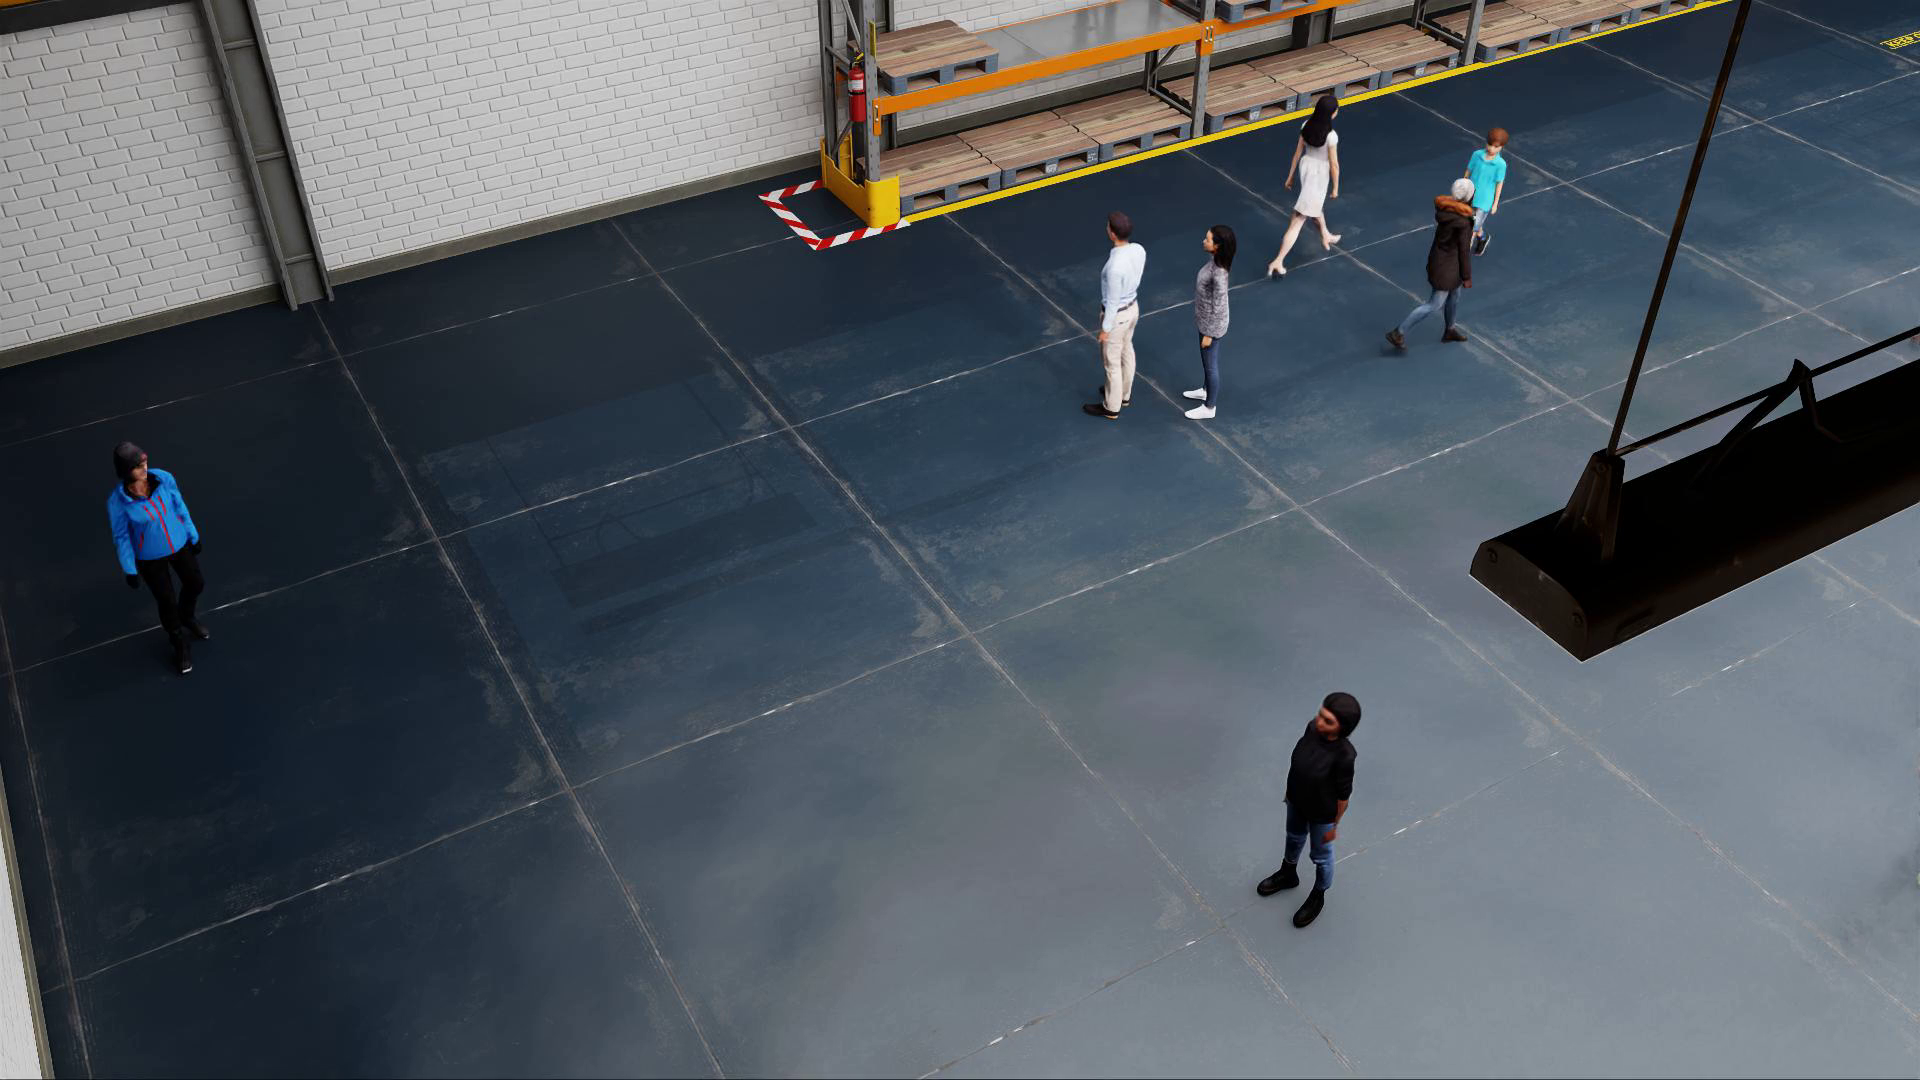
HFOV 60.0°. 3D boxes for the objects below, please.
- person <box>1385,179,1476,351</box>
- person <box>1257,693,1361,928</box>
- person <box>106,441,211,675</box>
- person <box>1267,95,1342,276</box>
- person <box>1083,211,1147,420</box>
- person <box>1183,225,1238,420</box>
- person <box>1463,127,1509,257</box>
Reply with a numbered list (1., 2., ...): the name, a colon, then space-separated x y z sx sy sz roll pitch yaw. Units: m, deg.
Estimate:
1. person: 4.144 -2.335 14.407 1.134 1.602 0.912 -3 39 -3
2. person: 2.039 1.510 9.512 0.545 1.702 0.572 -23 44 -26
3. person: -5.401 0.060 11.255 0.762 1.794 0.846 -24 45 -27
4. person: 3.202 -3.230 15.437 1.227 1.717 0.705 -25 45 -28
5. person: 1.294 -1.829 13.579 0.801 1.845 0.693 22 44 26
6. person: 2.067 -1.801 13.634 0.708 1.733 0.687 3 39 4
7. person: 4.934 -3.246 15.691 0.989 1.424 0.650 -27 46 -30
